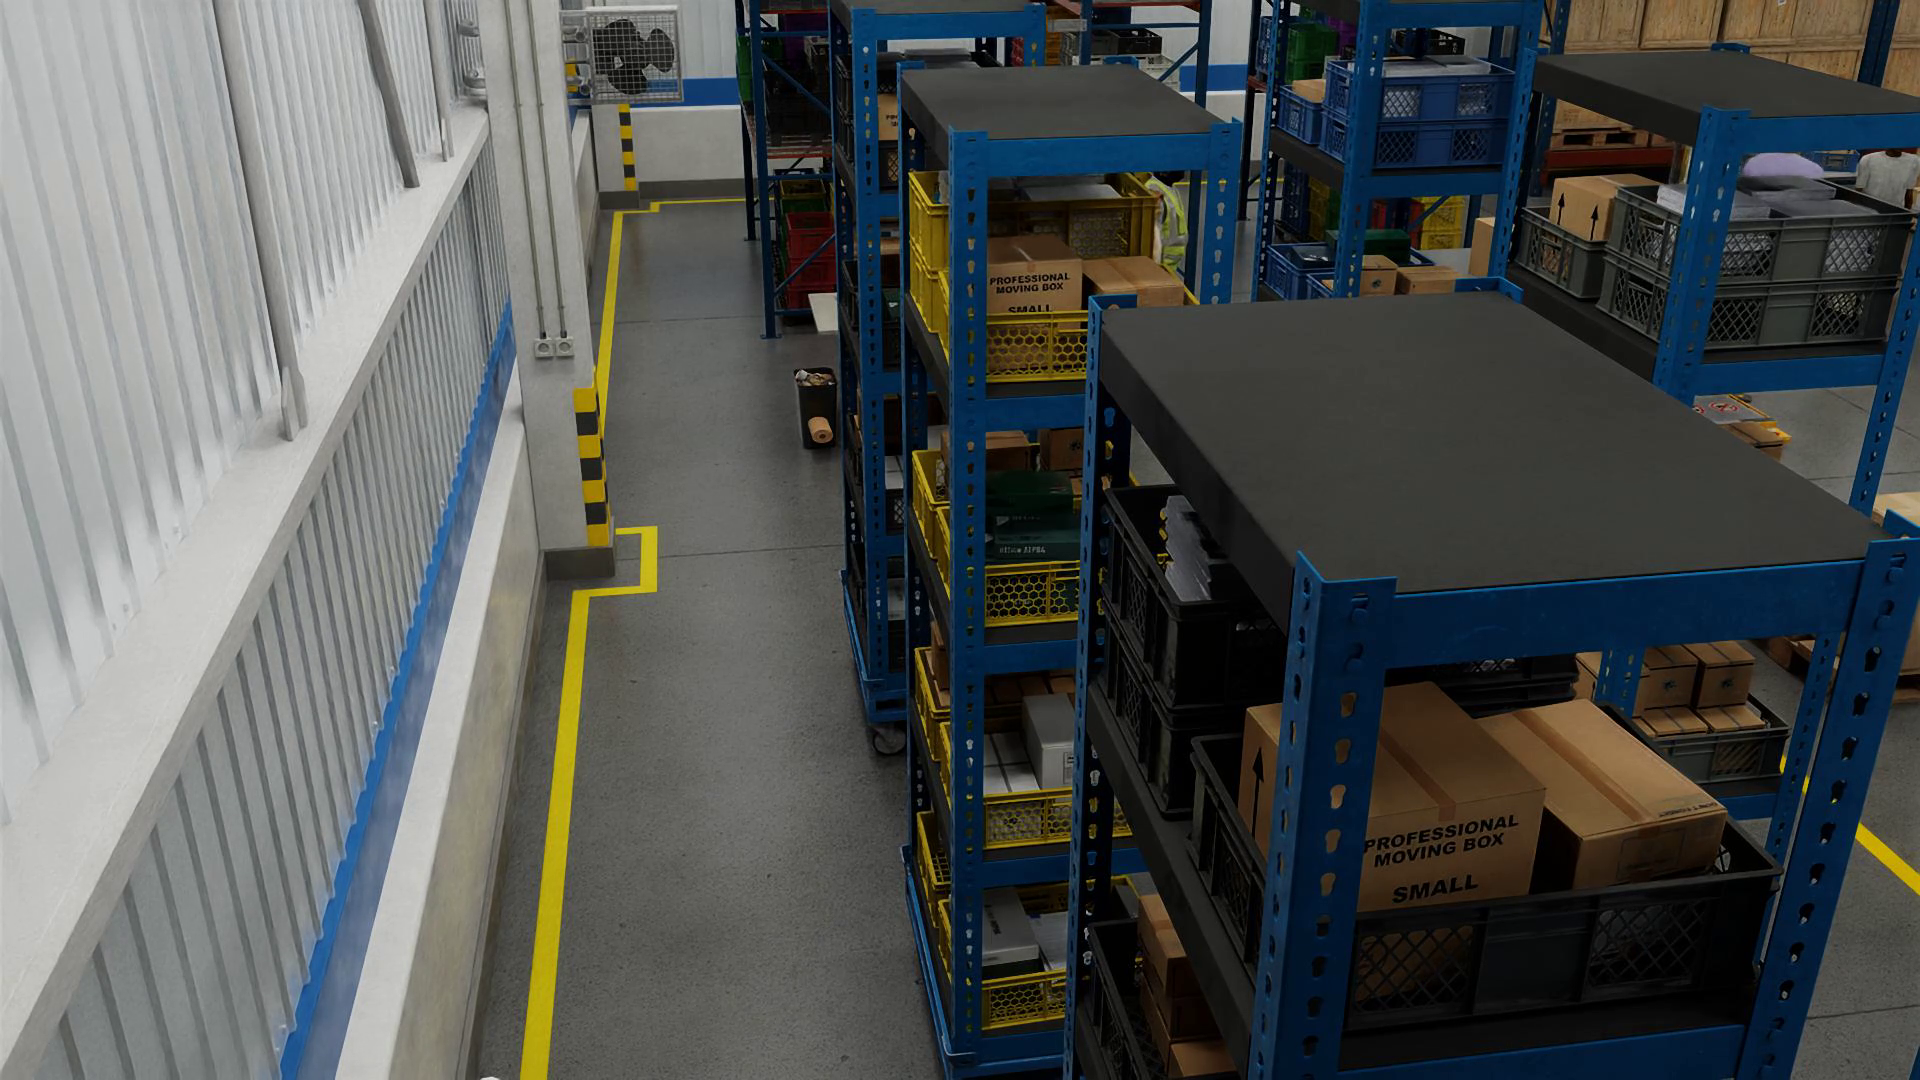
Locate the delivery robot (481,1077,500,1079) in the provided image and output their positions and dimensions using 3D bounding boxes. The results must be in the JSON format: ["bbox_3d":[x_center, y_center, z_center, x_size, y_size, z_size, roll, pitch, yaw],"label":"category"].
[{"bbox_3d":[-1.386,2.027,5.414,0.707,0.478,0.477,14,28,28],"label":"delivery robot"}]

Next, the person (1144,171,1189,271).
[{"bbox_3d":[1.585,-2.201,13.200,0.430,1.836,0.629,6,25,14],"label":"person"}]

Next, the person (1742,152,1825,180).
[{"bbox_3d":[6.821,-2.548,13.860,0.649,1.901,0.883,23,33,40],"label":"person"}]

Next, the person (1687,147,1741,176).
[{"bbox_3d":[6.827,-3.059,15.003,0.622,1.869,0.511,-9,26,-19],"label":"person"}]

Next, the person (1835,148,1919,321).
[{"bbox_3d":[7.815,-2.668,14.183,0.510,1.862,0.322,4,25,8],"label":"person"}]

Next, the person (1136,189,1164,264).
[{"bbox_3d":[1.370,-1.884,12.757,0.324,1.628,0.527,15,29,30],"label":"person"}]

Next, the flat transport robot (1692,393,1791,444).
[{"bbox_3d":[5.224,-0.859,12.132,1.431,0.197,0.652,-4,25,-8],"label":"flat transport robot"}]
